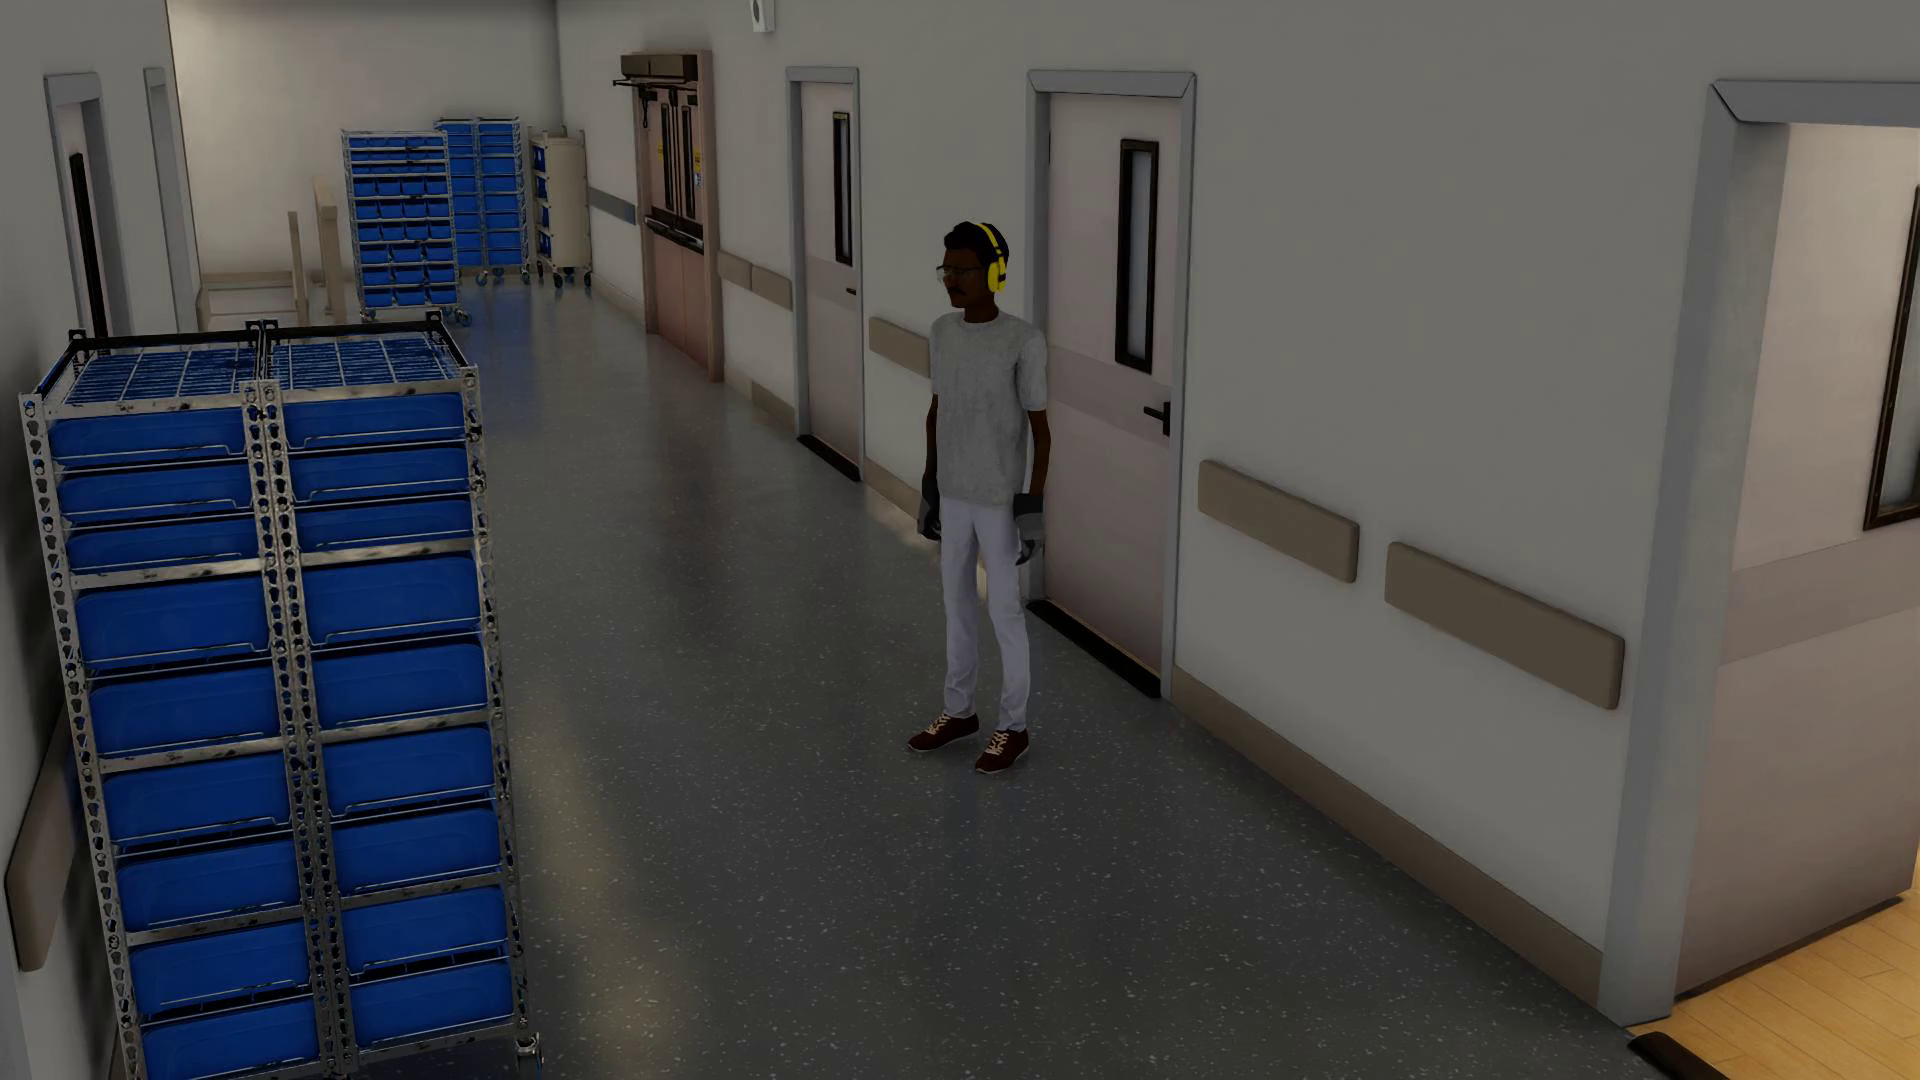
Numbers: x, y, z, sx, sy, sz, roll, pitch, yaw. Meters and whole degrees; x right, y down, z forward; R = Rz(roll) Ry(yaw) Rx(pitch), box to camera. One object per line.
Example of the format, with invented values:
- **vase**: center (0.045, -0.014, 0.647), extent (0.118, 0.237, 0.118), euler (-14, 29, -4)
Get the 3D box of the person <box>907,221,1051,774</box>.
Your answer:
- **person**: center (0.062, -0.133, 5.622), extent (0.538, 1.869, 0.313), euler (13, 21, 38)
